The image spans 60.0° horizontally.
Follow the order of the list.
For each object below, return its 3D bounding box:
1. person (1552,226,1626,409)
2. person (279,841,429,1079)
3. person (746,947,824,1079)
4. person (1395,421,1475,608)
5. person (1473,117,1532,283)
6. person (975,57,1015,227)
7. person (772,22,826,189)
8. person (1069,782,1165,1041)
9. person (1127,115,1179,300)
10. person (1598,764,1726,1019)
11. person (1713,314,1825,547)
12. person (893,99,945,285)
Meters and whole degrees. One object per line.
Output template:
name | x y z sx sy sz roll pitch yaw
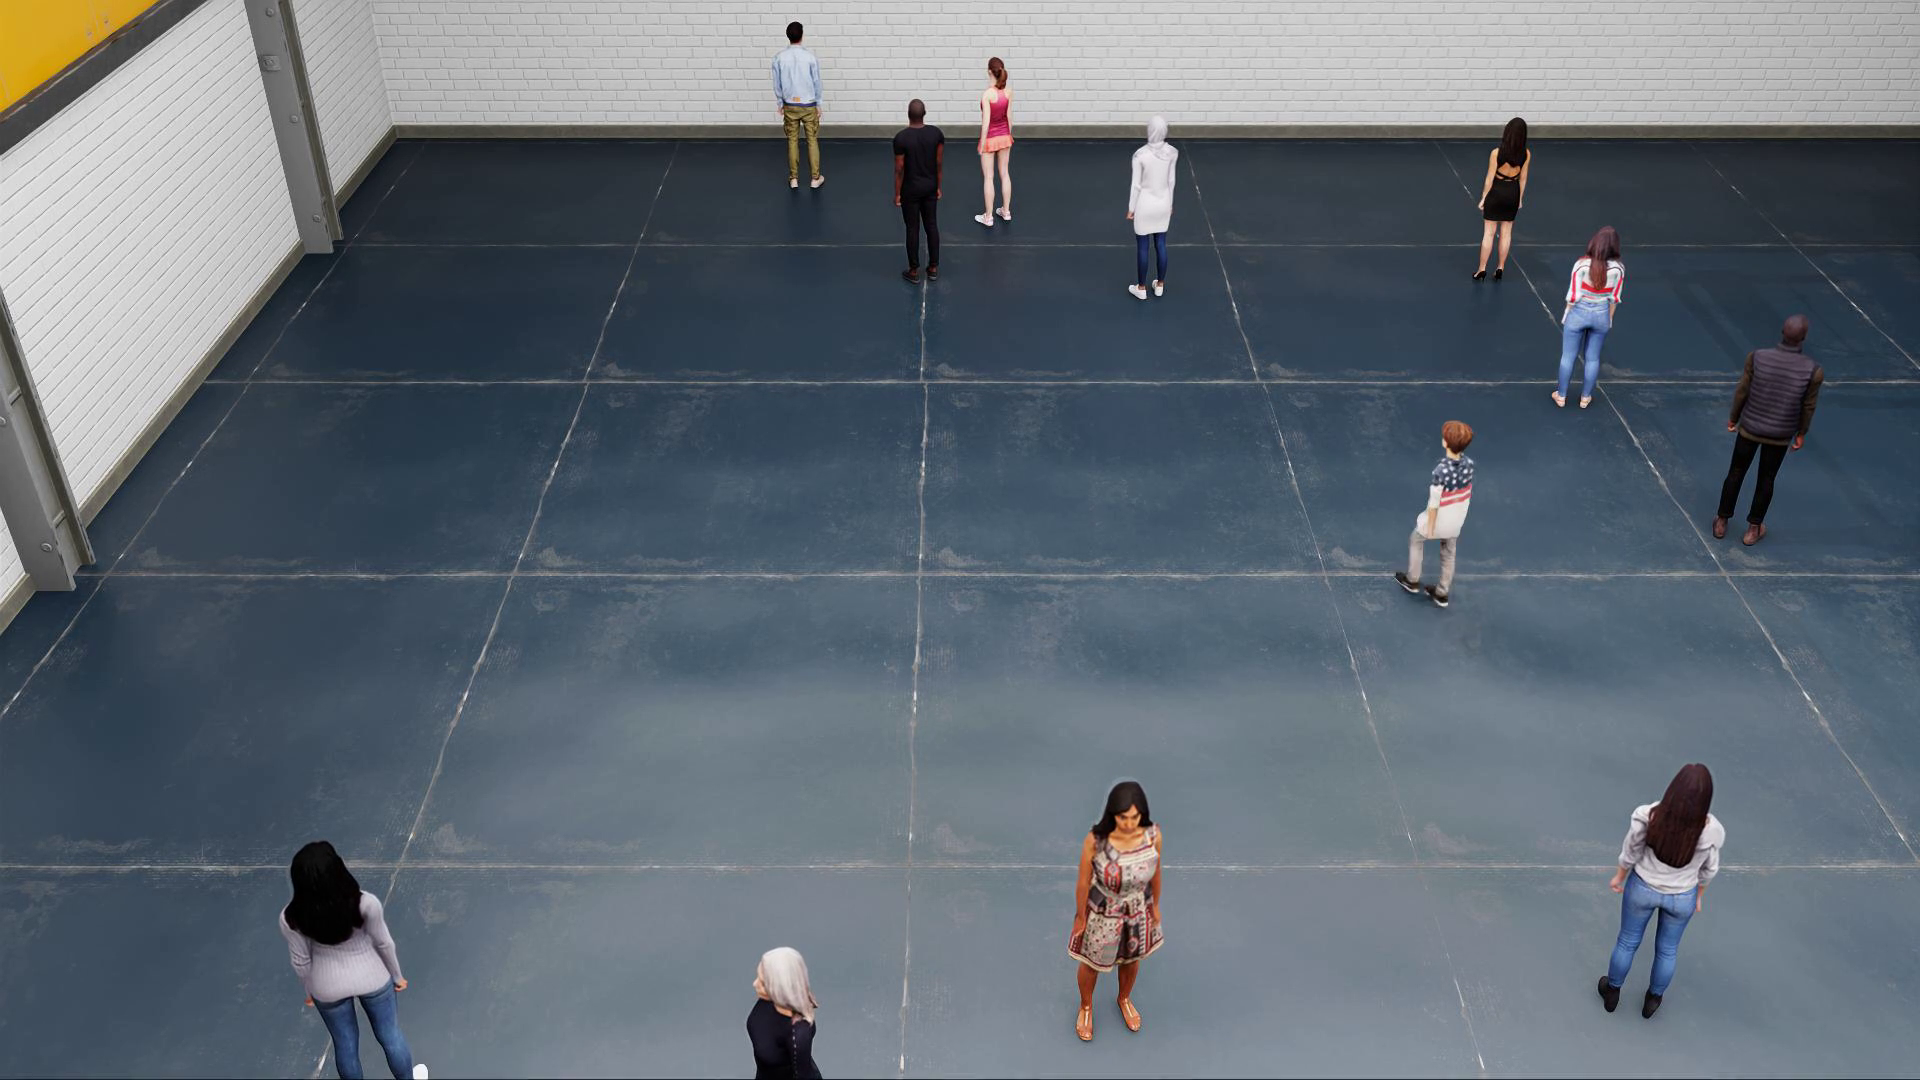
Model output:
person | 5.301 -1.881 14.029 0.632 1.612 0.563 6 34 9
person | -2.898 2.111 7.912 0.664 1.735 0.607 -8 34 -12
person | -0.765 2.445 7.399 0.746 1.747 0.640 -15 36 -21
person | 3.419 -0.151 11.599 0.646 1.421 0.752 -12 35 -17
person | 5.254 -3.282 16.102 0.557 1.650 0.469 1 34 1
person | 0.366 -4.164 17.336 0.666 1.753 0.710 -22 40 -30
person | -1.745 -4.724 18.163 0.683 1.771 0.570 2 34 3
person | 0.801 1.850 8.386 0.692 1.644 0.598 -7 34 -10
person | 1.825 -3.151 15.793 0.663 1.775 0.623 -9 35 -13
person | 3.576 1.797 8.477 0.661 1.633 0.617 10 35 15
person | 5.921 -0.816 12.225 0.775 1.835 0.778 20 38 27
person | -0.393 -3.373 16.087 0.738 1.819 0.695 -12 35 -17
